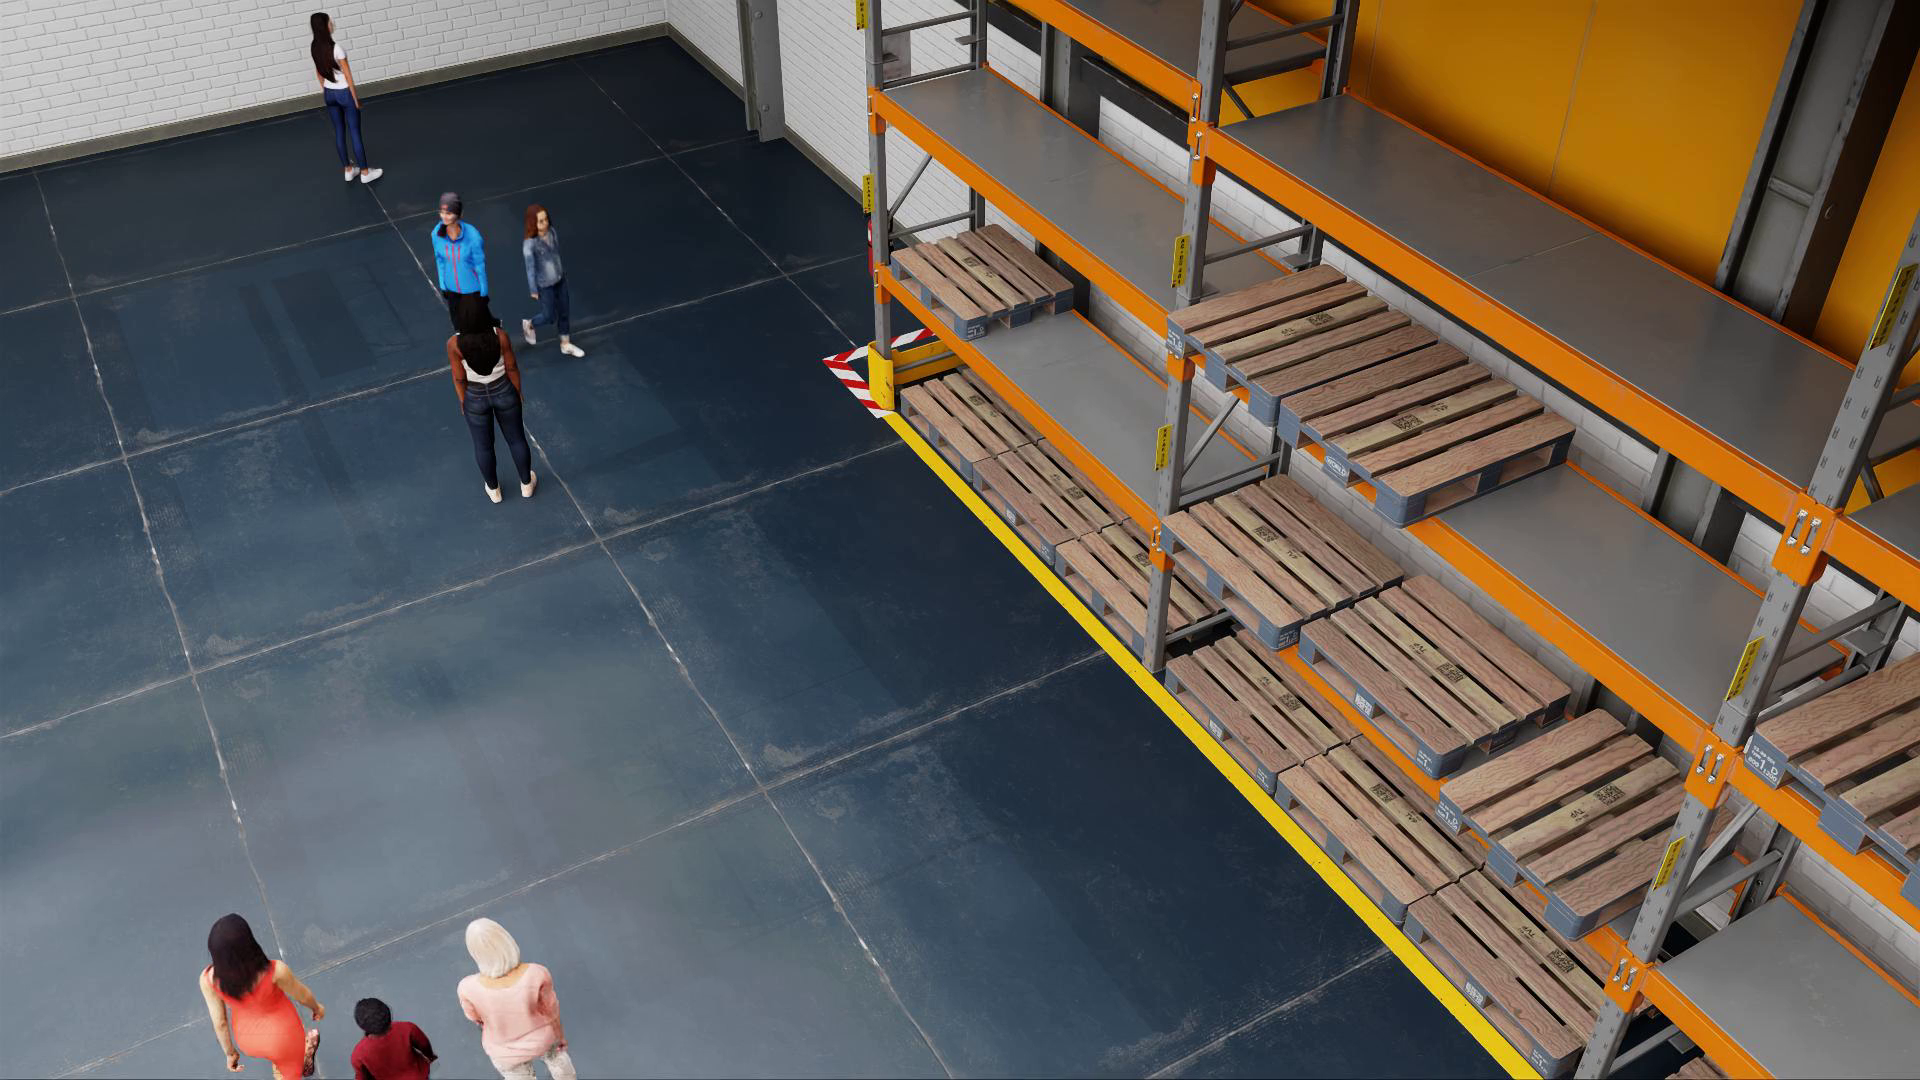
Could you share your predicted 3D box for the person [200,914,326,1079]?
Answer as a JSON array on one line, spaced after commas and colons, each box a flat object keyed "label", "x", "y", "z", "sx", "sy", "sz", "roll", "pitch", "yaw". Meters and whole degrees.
[{"label": "person", "x": -3.436, "y": 2.561, "z": 8.290, "sx": 0.906, "sy": 1.663, "sz": 1.205, "roll": -4, "pitch": 39, "yaw": -5}]

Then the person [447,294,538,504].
[{"label": "person", "x": -3.593, "y": -1.086, "z": 12.739, "sx": 0.703, "sy": 1.810, "sz": 0.682, "roll": -10, "pitch": 40, "yaw": -12}]

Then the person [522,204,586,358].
[{"label": "person", "x": -3.634, "y": -2.259, "z": 14.486, "sx": 0.912, "sy": 1.463, "sz": 0.810, "roll": 16, "pitch": 41, "yaw": 19}]

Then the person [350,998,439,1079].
[{"label": "person", "x": -2.804, "y": 2.768, "z": 8.367, "sx": 0.545, "sy": 1.244, "sz": 0.561, "roll": -18, "pitch": 42, "yaw": -21}]

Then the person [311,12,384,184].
[{"label": "person", "x": -6.368, "y": -4.536, "z": 17.087, "sx": 0.637, "sy": 1.775, "sz": 0.728, "roll": 16, "pitch": 41, "yaw": 19}]

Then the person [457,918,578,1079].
[{"label": "person", "x": -2.186, "y": 2.547, "z": 8.283, "sx": 0.689, "sy": 1.694, "sz": 0.863, "roll": -11, "pitch": 40, "yaw": -13}]

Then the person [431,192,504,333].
[{"label": "person", "x": -4.140, "y": -2.158, "z": 14.103, "sx": 0.985, "sy": 1.783, "sz": 1.027, "roll": 13, "pitch": 41, "yaw": 16}]
